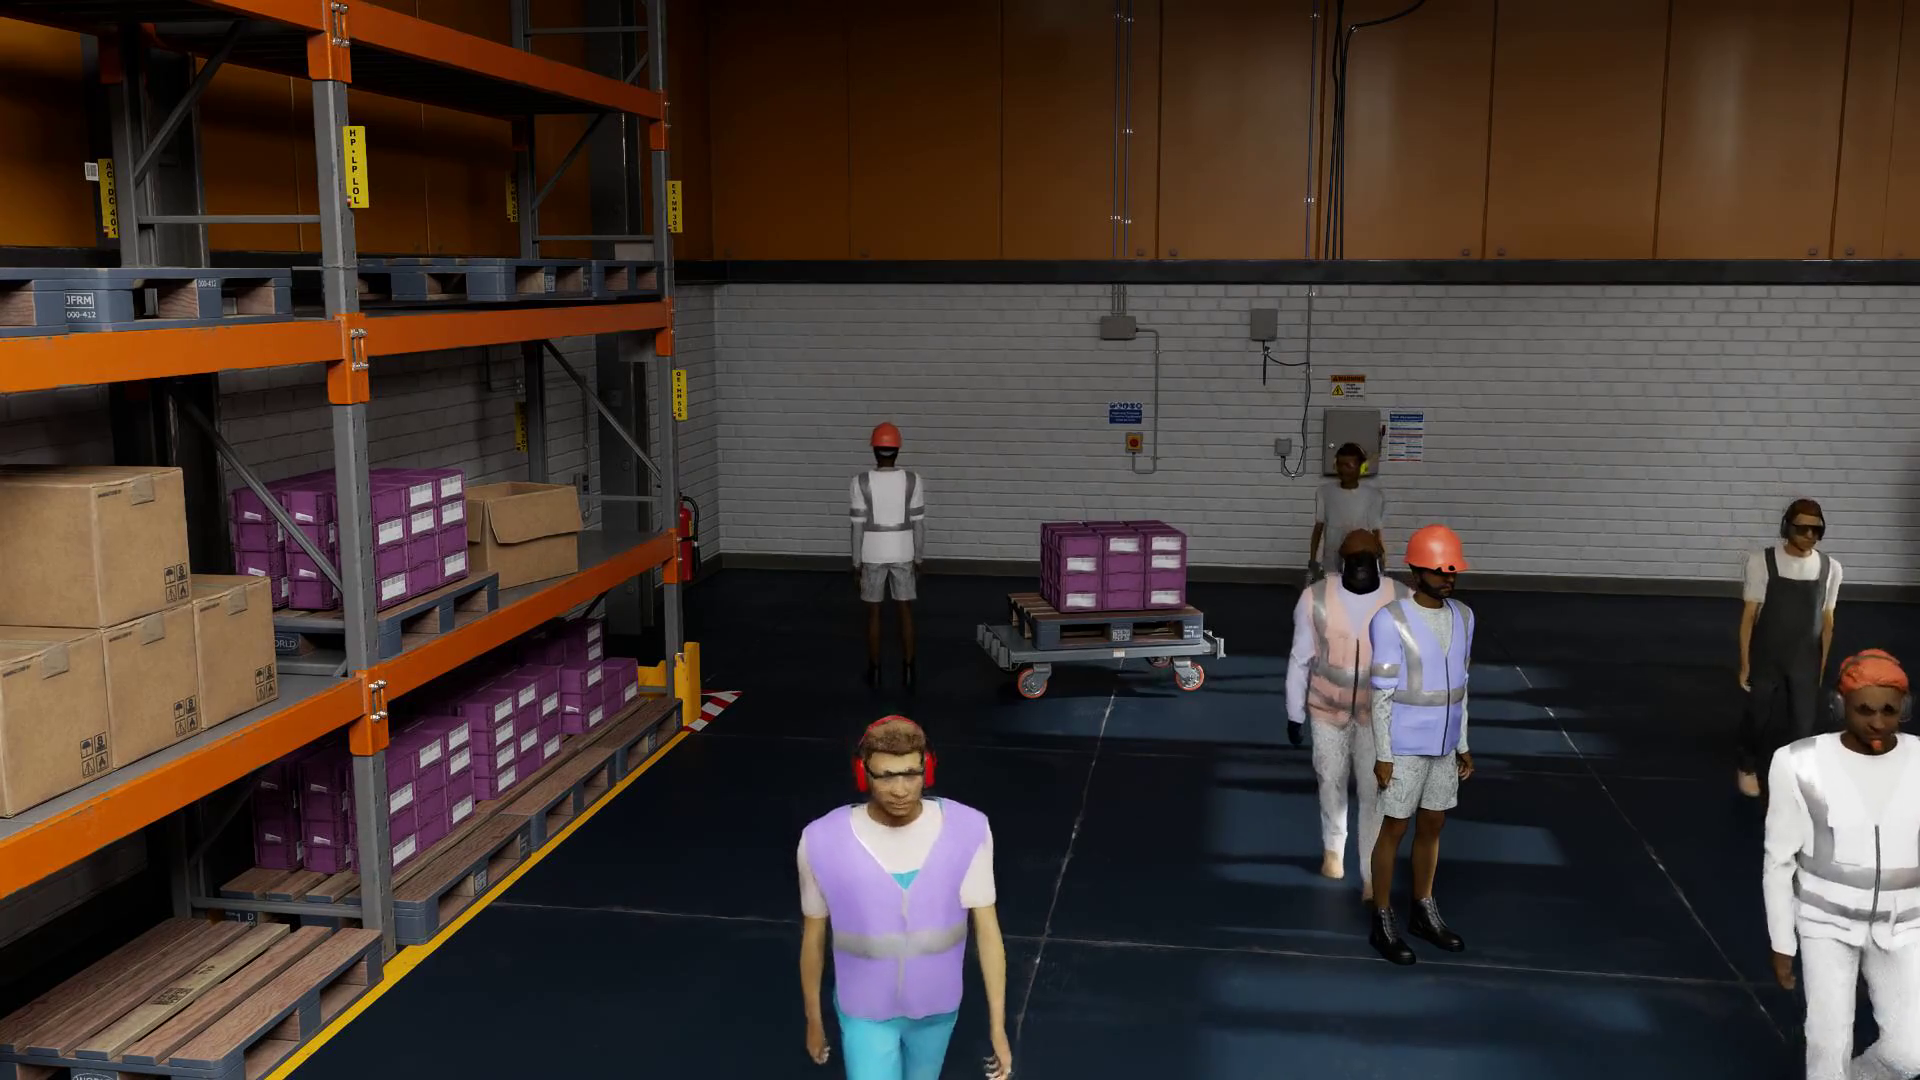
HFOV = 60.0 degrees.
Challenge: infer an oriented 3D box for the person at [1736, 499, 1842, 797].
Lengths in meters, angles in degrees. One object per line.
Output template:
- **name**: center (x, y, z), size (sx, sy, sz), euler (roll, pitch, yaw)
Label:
- **person**: center (4.571, 0.648, 9.241), size (0.516, 1.810, 0.934), euler (3, 10, 15)

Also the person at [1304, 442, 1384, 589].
- **person**: center (2.779, 0.197, 11.932), size (0.516, 1.841, 0.856), euler (6, 11, 34)

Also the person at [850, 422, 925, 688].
- **person**: center (-0.530, 0.108, 12.148), size (0.551, 1.935, 0.372), euler (-2, 9, -10)

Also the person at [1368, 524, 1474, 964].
- **person**: center (2.052, 0.888, 7.340), size (0.543, 1.938, 0.356), euler (-5, 10, -27)

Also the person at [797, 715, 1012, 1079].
- **person**: center (-0.157, 1.378, 4.792), size (0.582, 1.787, 1.006), euler (-3, 10, -15)

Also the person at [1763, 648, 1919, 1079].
- **person**: center (2.891, 1.242, 5.371), size (0.610, 1.869, 0.538), euler (2, 10, 15)

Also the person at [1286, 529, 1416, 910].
- **person**: center (1.891, 0.848, 8.024), size (0.641, 1.791, 0.921), euler (3, 10, 15)
